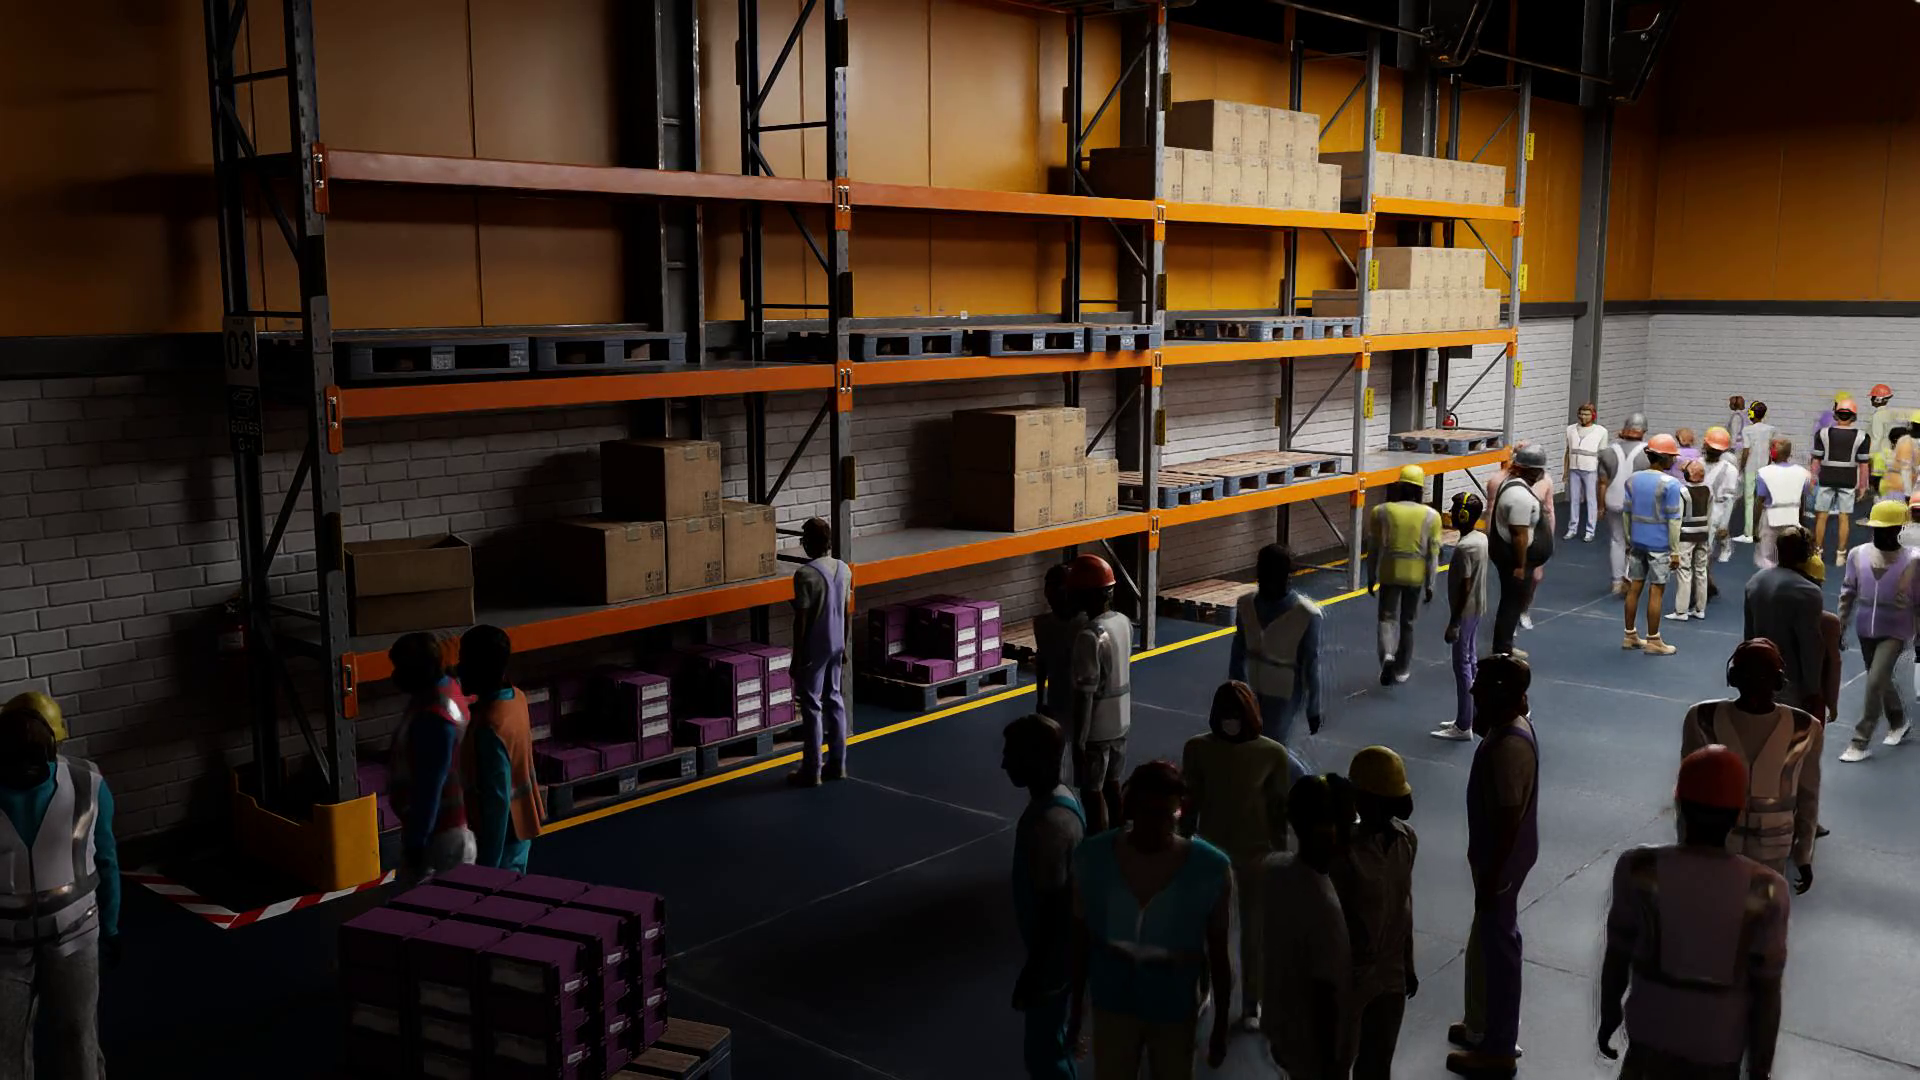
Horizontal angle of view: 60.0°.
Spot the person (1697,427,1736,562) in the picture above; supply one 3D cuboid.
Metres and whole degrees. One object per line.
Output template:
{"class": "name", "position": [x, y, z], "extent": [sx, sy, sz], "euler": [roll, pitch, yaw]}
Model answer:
{"class": "person", "position": [9.164, -0.537, 20.135], "extent": [0.883, 1.699, 0.493], "euler": [-6, 10, -32]}

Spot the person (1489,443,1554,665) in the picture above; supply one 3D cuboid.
{"class": "person", "position": [4.982, 0.125, 14.769], "extent": [0.541, 2.000, 0.695], "euler": [2, 9, 11]}

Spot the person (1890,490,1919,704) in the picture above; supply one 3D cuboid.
{"class": "person", "position": [7.811, 0.456, 13.598], "extent": [0.351, 1.743, 0.568], "euler": [-8, 12, -41]}

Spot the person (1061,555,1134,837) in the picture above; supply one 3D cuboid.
{"class": "person", "position": [0.746, 1.036, 9.266], "extent": [0.385, 1.929, 0.543], "euler": [5, 10, 30]}

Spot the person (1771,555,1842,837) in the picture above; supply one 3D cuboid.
{"class": "person", "position": [5.186, 0.956, 10.308], "extent": [0.317, 1.765, 0.522], "euler": [-7, 11, -38]}

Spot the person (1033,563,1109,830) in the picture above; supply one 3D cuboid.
{"class": "person", "position": [0.650, 1.036, 9.648], "extent": [0.515, 1.830, 0.651], "euler": [4, 10, 25]}

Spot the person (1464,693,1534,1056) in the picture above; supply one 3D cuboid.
{"class": "person", "position": [2.417, 1.460, 7.462], "extent": [0.281, 1.636, 0.500], "euler": [3, 9, 18]}

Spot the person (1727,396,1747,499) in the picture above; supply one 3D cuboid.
{"class": "person", "position": [12.317, -1.470, 26.384], "extent": [0.318, 1.630, 0.513], "euler": [6, 10, 33]}

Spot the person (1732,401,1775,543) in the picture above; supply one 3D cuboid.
{"class": "person", "position": [10.439, -0.892, 21.874], "extent": [0.520, 1.873, 0.333], "euler": [-2, 9, -15]}

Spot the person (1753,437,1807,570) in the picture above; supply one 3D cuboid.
{"class": "person", "position": [8.514, -0.156, 17.271], "extent": [0.580, 1.827, 0.646], "euler": [-2, 9, -10]}

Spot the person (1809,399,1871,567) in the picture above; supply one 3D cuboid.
{"class": "person", "position": [10.596, -0.689, 20.062], "extent": [0.619, 2.029, 0.410], "euler": [5, 10, 29]}

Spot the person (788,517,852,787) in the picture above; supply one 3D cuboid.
{"class": "person", "position": [-0.953, 0.760, 11.348], "extent": [0.349, 1.836, 0.517], "euler": [7, 11, 38]}

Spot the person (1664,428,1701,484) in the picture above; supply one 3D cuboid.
{"class": "person", "position": [8.945, -0.590, 20.758], "extent": [0.518, 1.611, 0.734], "euler": [-1, 9, -7]}

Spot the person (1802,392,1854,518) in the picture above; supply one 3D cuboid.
{"class": "person", "position": [12.615, -1.233, 24.143], "extent": [0.826, 1.858, 0.595], "euler": [1, 9, 5]}

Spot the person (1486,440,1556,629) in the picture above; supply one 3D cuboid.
{"class": "person", "position": [5.476, -0.027, 16.248], "extent": [0.683, 1.912, 0.530], "euler": [0, 9, 3]}

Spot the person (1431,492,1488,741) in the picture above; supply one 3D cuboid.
{"class": "person", "position": [3.762, 0.568, 12.465], "extent": [0.329, 1.872, 0.507], "euler": [5, 10, 30]}

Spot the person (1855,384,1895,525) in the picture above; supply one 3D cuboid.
{"class": "person", "position": [12.922, -1.196, 23.434], "extent": [0.379, 1.996, 0.610], "euler": [9, 12, 44]}

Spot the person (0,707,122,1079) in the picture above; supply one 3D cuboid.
{"class": "person", "position": [-3.525, 1.536, 6.336], "extent": [0.619, 1.838, 0.430], "euler": [-6, 11, -33]}

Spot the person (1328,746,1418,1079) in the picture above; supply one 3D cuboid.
{"class": "person", "position": [1.518, 1.608, 6.164], "extent": [0.493, 1.743, 0.295], "euler": [-6, 10, -33]}

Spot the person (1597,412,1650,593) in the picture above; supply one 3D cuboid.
{"class": "person", "position": [7.351, -0.408, 18.210], "extent": [0.701, 2.000, 0.537], "euler": [8, 12, 42]}

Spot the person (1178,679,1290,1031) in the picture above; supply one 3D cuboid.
{"class": "person", "position": [1.249, 1.435, 7.628], "extent": [0.507, 1.631, 0.266], "euler": [3, 9, 16]}

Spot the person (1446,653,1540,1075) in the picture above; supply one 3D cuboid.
{"class": "person", "position": [2.323, 1.394, 7.216], "extent": [0.345, 1.847, 0.504], "euler": [3, 9, 20]}

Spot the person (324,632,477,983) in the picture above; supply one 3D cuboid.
{"class": "person", "position": [-2.553, 1.315, 7.945], "extent": [0.962, 1.785, 0.636], "euler": [-2, 9, -14]}

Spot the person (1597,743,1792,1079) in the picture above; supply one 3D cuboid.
{"class": "person", "position": [2.409, 1.633, 5.488], "extent": [0.556, 1.908, 0.879], "euler": [3, 9, 19]}

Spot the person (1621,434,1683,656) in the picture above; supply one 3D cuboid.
{"class": "person", "position": [6.394, 0.039, 15.326], "extent": [0.387, 2.039, 0.615], "euler": [-4, 10, -24]}

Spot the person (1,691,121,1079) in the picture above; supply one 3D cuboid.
{"class": "person", "position": [-3.662, 1.492, 6.653], "extent": [0.403, 1.824, 0.594], "euler": [7, 11, 38]}

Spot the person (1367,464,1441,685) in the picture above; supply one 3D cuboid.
{"class": "person", "position": [3.734, 0.319, 14.026], "extent": [0.590, 1.900, 0.701], "euler": [2, 9, 13]}

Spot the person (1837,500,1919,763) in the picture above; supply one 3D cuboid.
{"class": "person", "position": [6.705, 0.628, 12.058], "extent": [0.975, 1.883, 0.597], "euler": [-6, 10, -32]}

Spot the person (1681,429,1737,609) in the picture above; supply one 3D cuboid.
{"class": "person", "position": [7.817, -0.231, 17.502], "extent": [0.594, 1.904, 0.650], "euler": [-6, 10, -33]}

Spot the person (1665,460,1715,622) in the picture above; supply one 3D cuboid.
{"class": "person", "position": [7.380, 0.008, 16.812], "extent": [0.517, 1.639, 0.313], "euler": [-3, 9, -20]}

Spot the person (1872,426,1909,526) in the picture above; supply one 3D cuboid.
{"class": "person", "position": [11.389, -0.568, 20.372], "extent": [0.537, 1.678, 0.420], "euler": [-1, 9, -4]}

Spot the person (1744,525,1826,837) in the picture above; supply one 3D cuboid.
{"class": "person", "position": [5.117, 0.865, 10.334], "extent": [0.372, 1.938, 0.630], "euler": [-2, 9, -12]}

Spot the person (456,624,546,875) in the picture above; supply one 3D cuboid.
{"class": "person", "position": [-2.063, 1.320, 7.455], "extent": [0.392, 1.920, 0.593], "euler": [-1, 9, -9]}

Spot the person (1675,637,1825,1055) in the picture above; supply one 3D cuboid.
{"class": "person", "position": [3.461, 1.355, 7.348], "extent": [0.576, 1.881, 0.354], "euler": [4, 10, 23]}

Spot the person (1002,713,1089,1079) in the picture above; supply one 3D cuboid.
{"class": "person", "position": [0.342, 1.549, 6.261], "extent": [0.367, 1.833, 0.523], "euler": [0, 9, 0]}

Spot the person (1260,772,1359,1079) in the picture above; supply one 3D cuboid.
{"class": "person", "position": [1.094, 1.662, 5.491], "extent": [0.708, 1.847, 0.527], "euler": [-1, 9, -7]}

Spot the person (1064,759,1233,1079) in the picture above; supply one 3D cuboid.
{"class": "person", "position": [0.655, 1.627, 5.787], "extent": [0.573, 1.825, 0.623], "euler": [3, 9, 17]}

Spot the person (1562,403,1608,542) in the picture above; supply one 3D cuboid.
{"class": "person", "position": [8.269, -0.894, 22.009], "extent": [0.394, 1.836, 0.560], "euler": [-8, 12, -42]}

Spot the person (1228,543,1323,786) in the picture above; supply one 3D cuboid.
{"class": "person", "position": [1.961, 0.930, 10.119], "extent": [0.889, 1.886, 0.609], "euler": [-7, 12, -40]}
